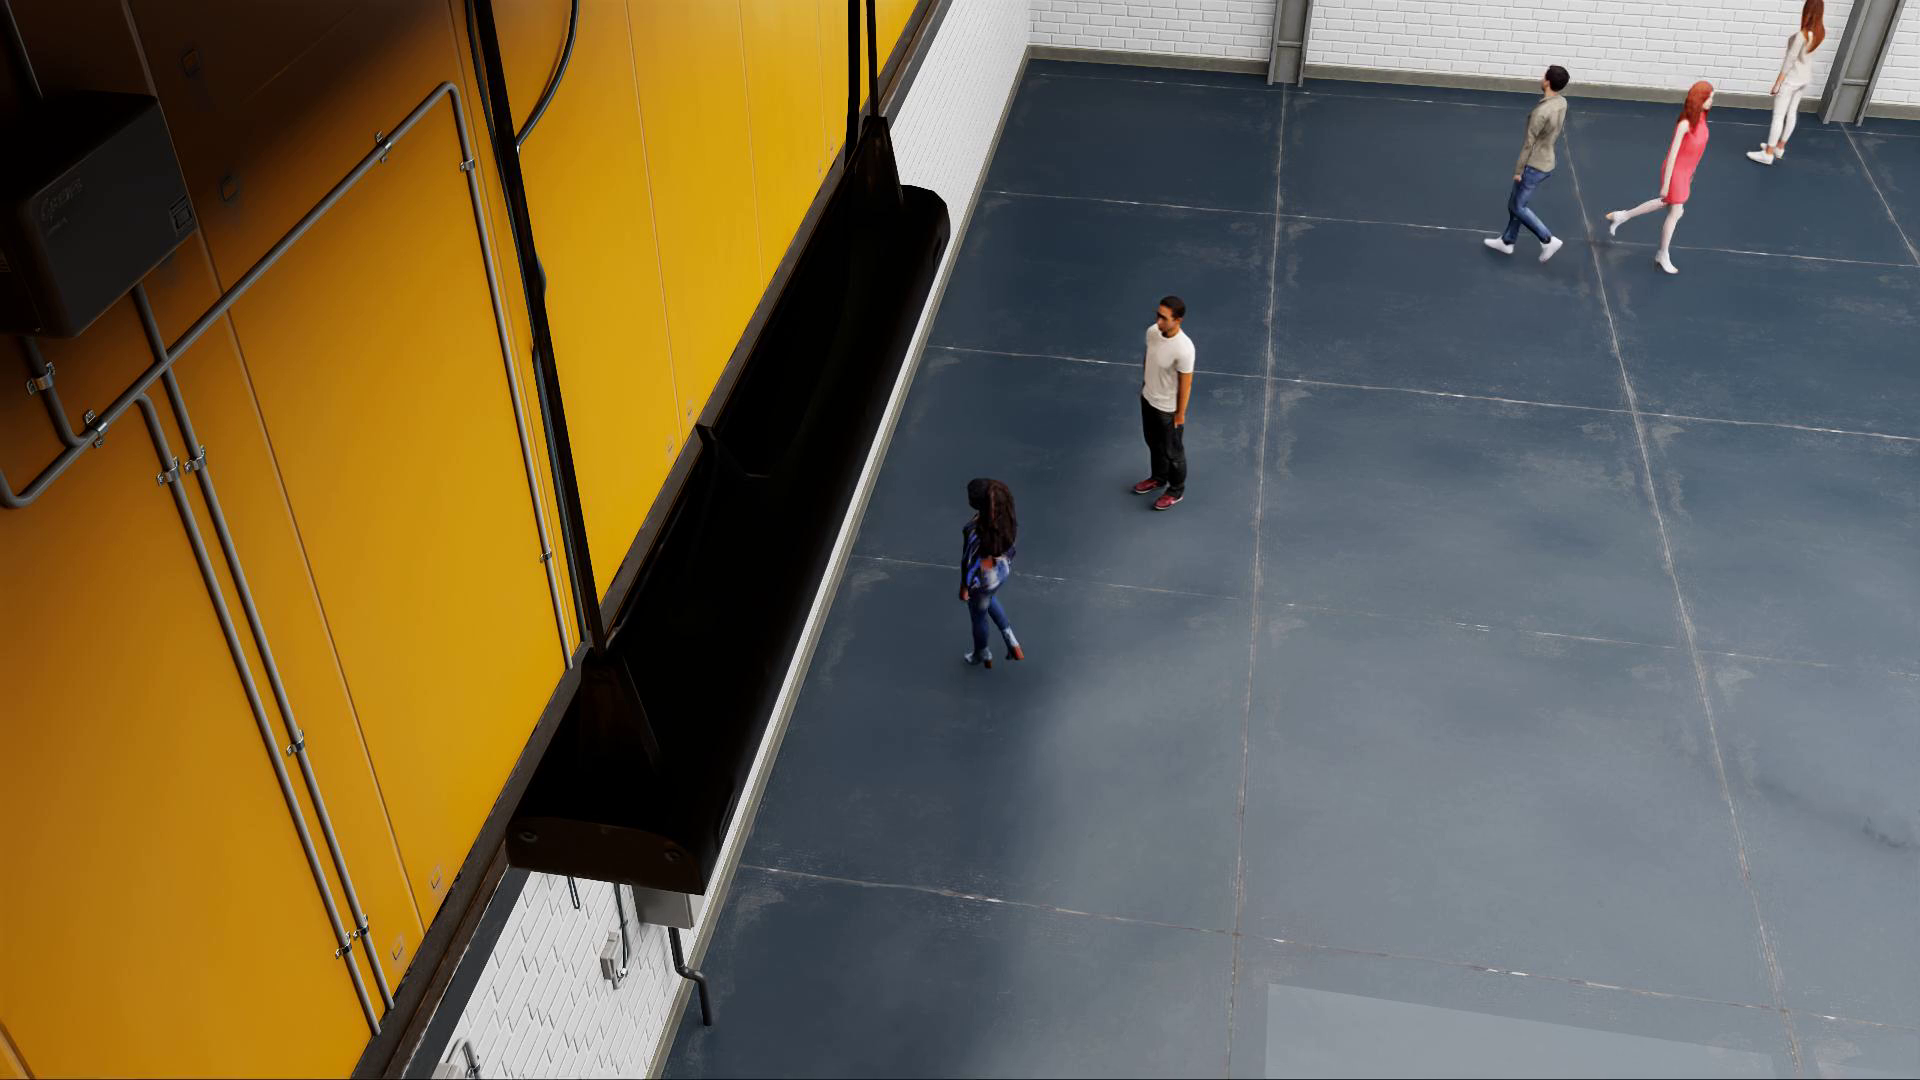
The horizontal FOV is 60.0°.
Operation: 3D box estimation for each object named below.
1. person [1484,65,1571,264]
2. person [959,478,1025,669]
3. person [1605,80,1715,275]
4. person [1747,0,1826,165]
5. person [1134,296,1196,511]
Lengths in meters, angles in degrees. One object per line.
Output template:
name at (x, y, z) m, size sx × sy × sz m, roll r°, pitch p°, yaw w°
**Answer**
person at (5.334, -3.389, 15.209) m, size 1.140 × 1.836 × 1.006 m, roll 28°, pitch 46°, yaw 31°
person at (0.231, 0.256, 10.825) m, size 0.795 × 1.612 × 0.750 m, roll 22°, pitch 44°, yaw 25°
person at (6.453, -3.345, 15.178) m, size 1.113 × 1.806 × 0.913 m, roll 27°, pitch 46°, yaw 30°
person at (8.500, -4.674, 16.920) m, size 0.694 × 1.709 × 0.755 m, roll -23°, pitch 44°, yaw -26°
person at (1.536, -1.035, 12.294) m, size 0.768 × 1.795 × 0.717 m, roll -22°, pitch 43°, yaw -25°
